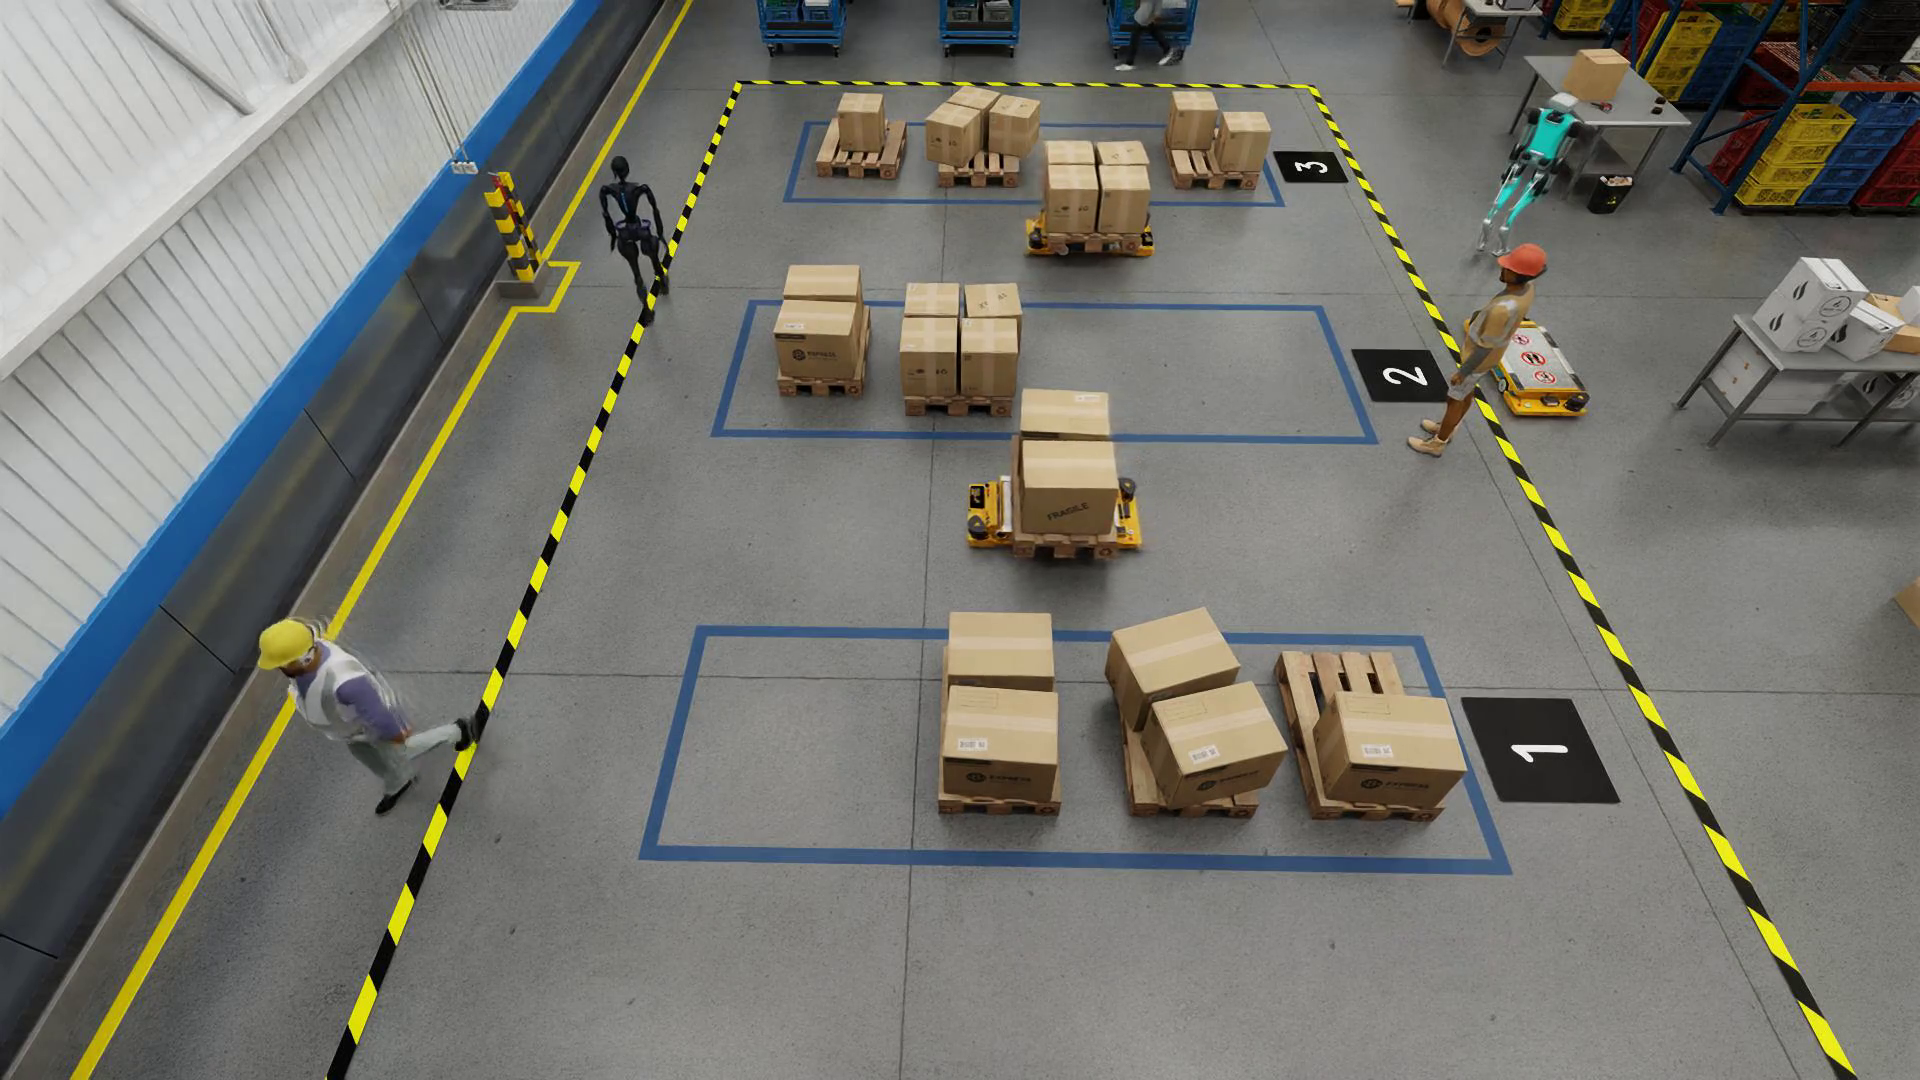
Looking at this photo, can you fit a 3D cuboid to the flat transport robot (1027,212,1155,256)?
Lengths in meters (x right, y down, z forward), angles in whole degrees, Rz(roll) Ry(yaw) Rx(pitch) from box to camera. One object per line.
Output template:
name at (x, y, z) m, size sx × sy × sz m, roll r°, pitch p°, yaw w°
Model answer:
flat transport robot at (1.500, -3.563, 10.599) m, size 1.431 × 0.197 × 0.652 m, roll 1°, pitch 49°, yaw 1°

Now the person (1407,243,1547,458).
person at (4.342, -1.562, 7.713) m, size 0.372 × 2.042 × 0.613 m, roll 35°, pitch 57°, yaw 26°

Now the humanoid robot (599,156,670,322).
humanoid robot at (-3.292, -3.075, 9.301) m, size 0.588 × 1.635 × 0.792 m, roll -7°, pitch 50°, yaw -6°

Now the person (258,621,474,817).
person at (-3.641, 1.025, 5.625) m, size 0.597 × 1.811 × 0.696 m, roll 24°, pitch 53°, yaw 20°

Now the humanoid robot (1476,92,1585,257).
humanoid robot at (5.967, -3.810, 9.771) m, size 0.735 × 1.677 × 0.533 m, roll -35°, pitch 58°, yaw -26°

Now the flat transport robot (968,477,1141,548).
flat transport robot at (0.783, -0.245, 7.727) m, size 1.431 × 0.197 × 0.652 m, roll 1°, pitch 49°, yaw 1°

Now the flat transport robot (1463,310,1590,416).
flat transport robot at (5.573, -1.757, 9.054) m, size 0.659 × 0.231 × 1.431 m, roll 1°, pitch 49°, yaw 1°

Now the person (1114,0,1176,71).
person at (2.790, -7.734, 13.203) m, size 0.860 × 1.817 × 0.591 m, roll -1°, pitch 49°, yaw -1°
